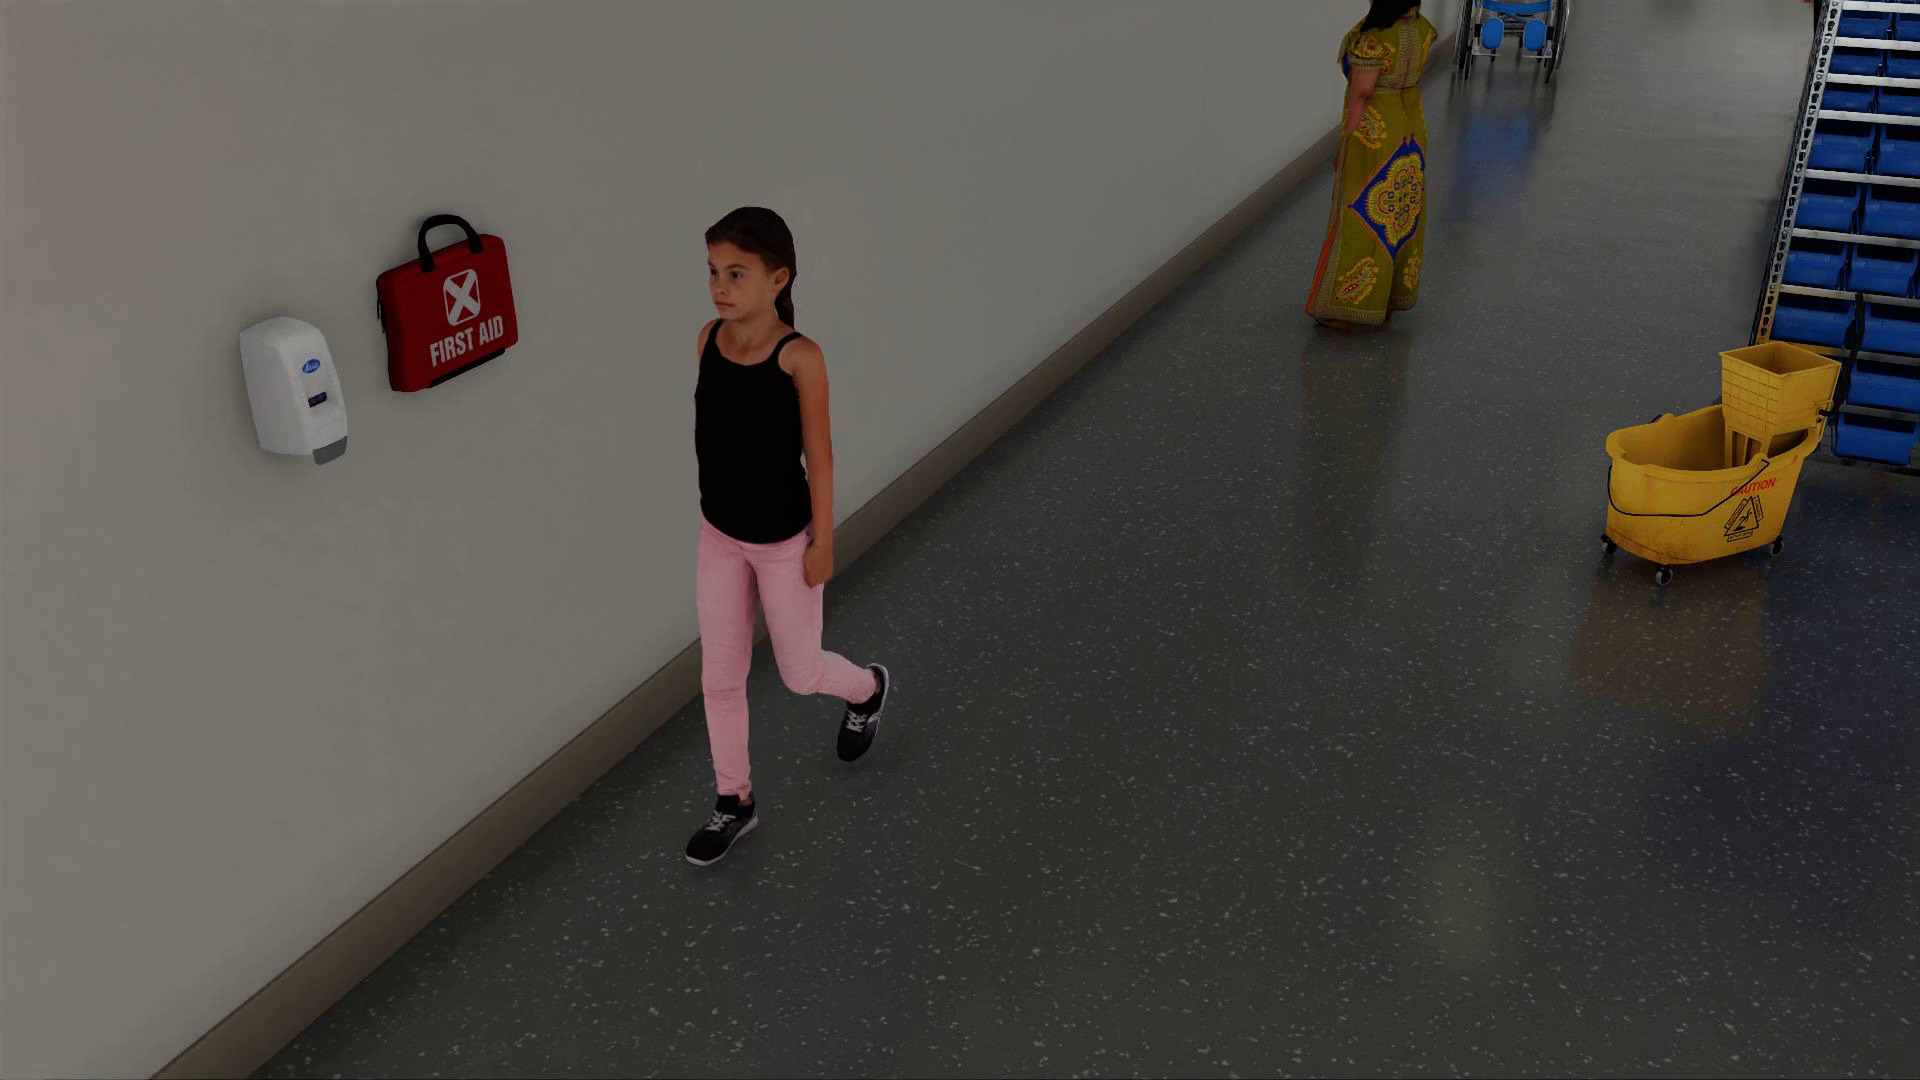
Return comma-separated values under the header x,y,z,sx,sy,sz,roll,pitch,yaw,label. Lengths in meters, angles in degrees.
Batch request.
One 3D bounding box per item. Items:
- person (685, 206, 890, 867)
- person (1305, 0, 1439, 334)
x,y,z,sx,sy,sz,roll,pitch,yaw,label
-0.425,-0.023,3.932,0.906,1.542,0.609,13,29,26,person
1.867,-1.770,7.419,0.973,1.661,0.949,-21,33,-37,person
